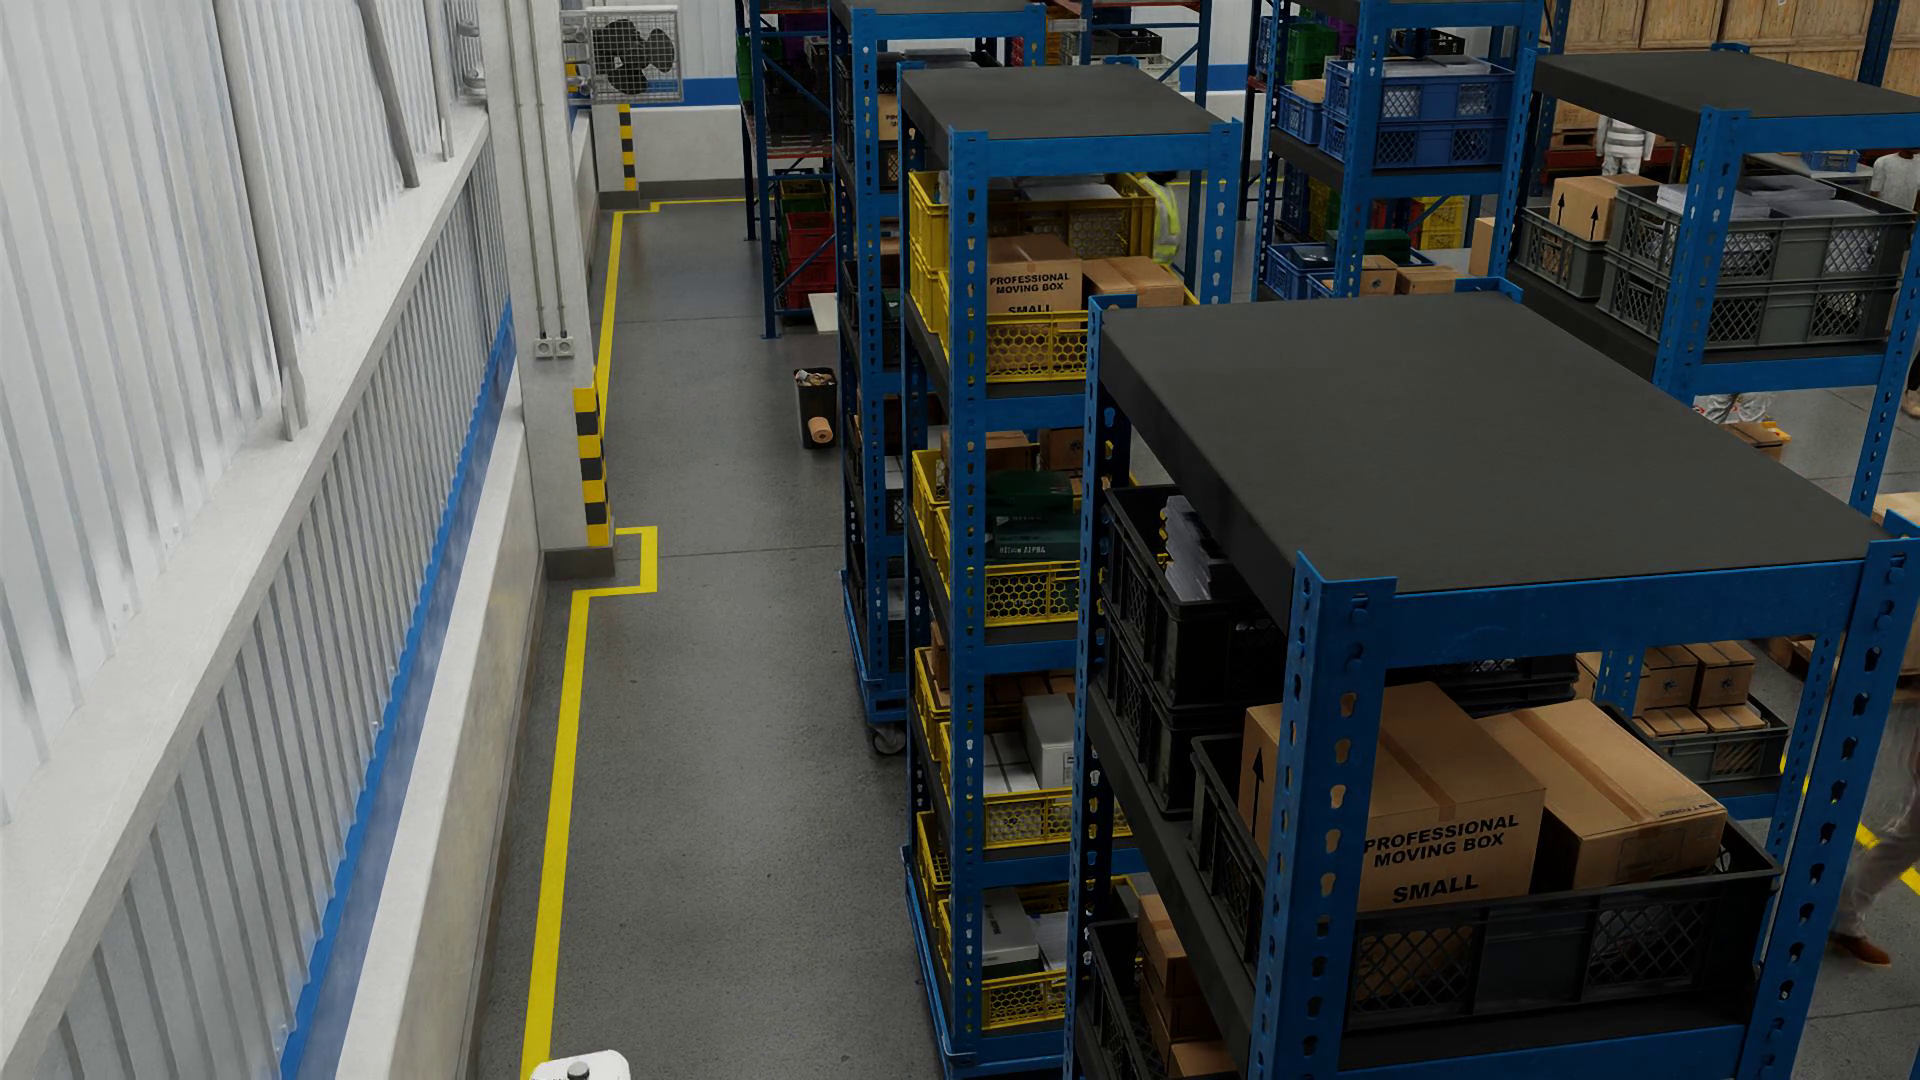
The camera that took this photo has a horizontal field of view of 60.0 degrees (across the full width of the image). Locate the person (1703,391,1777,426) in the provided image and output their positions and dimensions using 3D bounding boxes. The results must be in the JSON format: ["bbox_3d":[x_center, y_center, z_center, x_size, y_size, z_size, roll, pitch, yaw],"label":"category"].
[{"bbox_3d":[5.173,-1.204,10.907,0.373,1.936,0.629,-16,29,-31],"label":"person"}]

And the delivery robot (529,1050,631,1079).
[{"bbox_3d":[-1.227,2.003,5.467,0.477,0.478,0.707,-7,25,-14],"label":"delivery robot"}]

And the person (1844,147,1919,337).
[{"bbox_3d":[7.877,-2.637,14.112,0.516,1.861,0.316,-2,25,-5],"label":"person"}]

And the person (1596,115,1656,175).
[{"bbox_3d":[6.742,-3.929,16.893,0.575,1.884,0.355,18,30,34],"label":"person"}]

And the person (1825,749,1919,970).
[{"bbox_3d":[3.852,0.901,6.332,0.708,1.973,0.640,13,28,25],"label":"person"}]

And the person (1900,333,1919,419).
[{"bbox_3d":[7.394,-1.733,12.337,0.540,1.695,0.317,-7,26,-14],"label":"person"}]

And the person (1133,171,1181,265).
[{"bbox_3d":[1.529,-2.221,13.245,0.430,1.834,0.640,8,26,17],"label":"person"}]

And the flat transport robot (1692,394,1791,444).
[{"bbox_3d":[5.224,-0.859,12.132,1.431,0.197,0.652,-4,25,-8],"label":"flat transport robot"}]
